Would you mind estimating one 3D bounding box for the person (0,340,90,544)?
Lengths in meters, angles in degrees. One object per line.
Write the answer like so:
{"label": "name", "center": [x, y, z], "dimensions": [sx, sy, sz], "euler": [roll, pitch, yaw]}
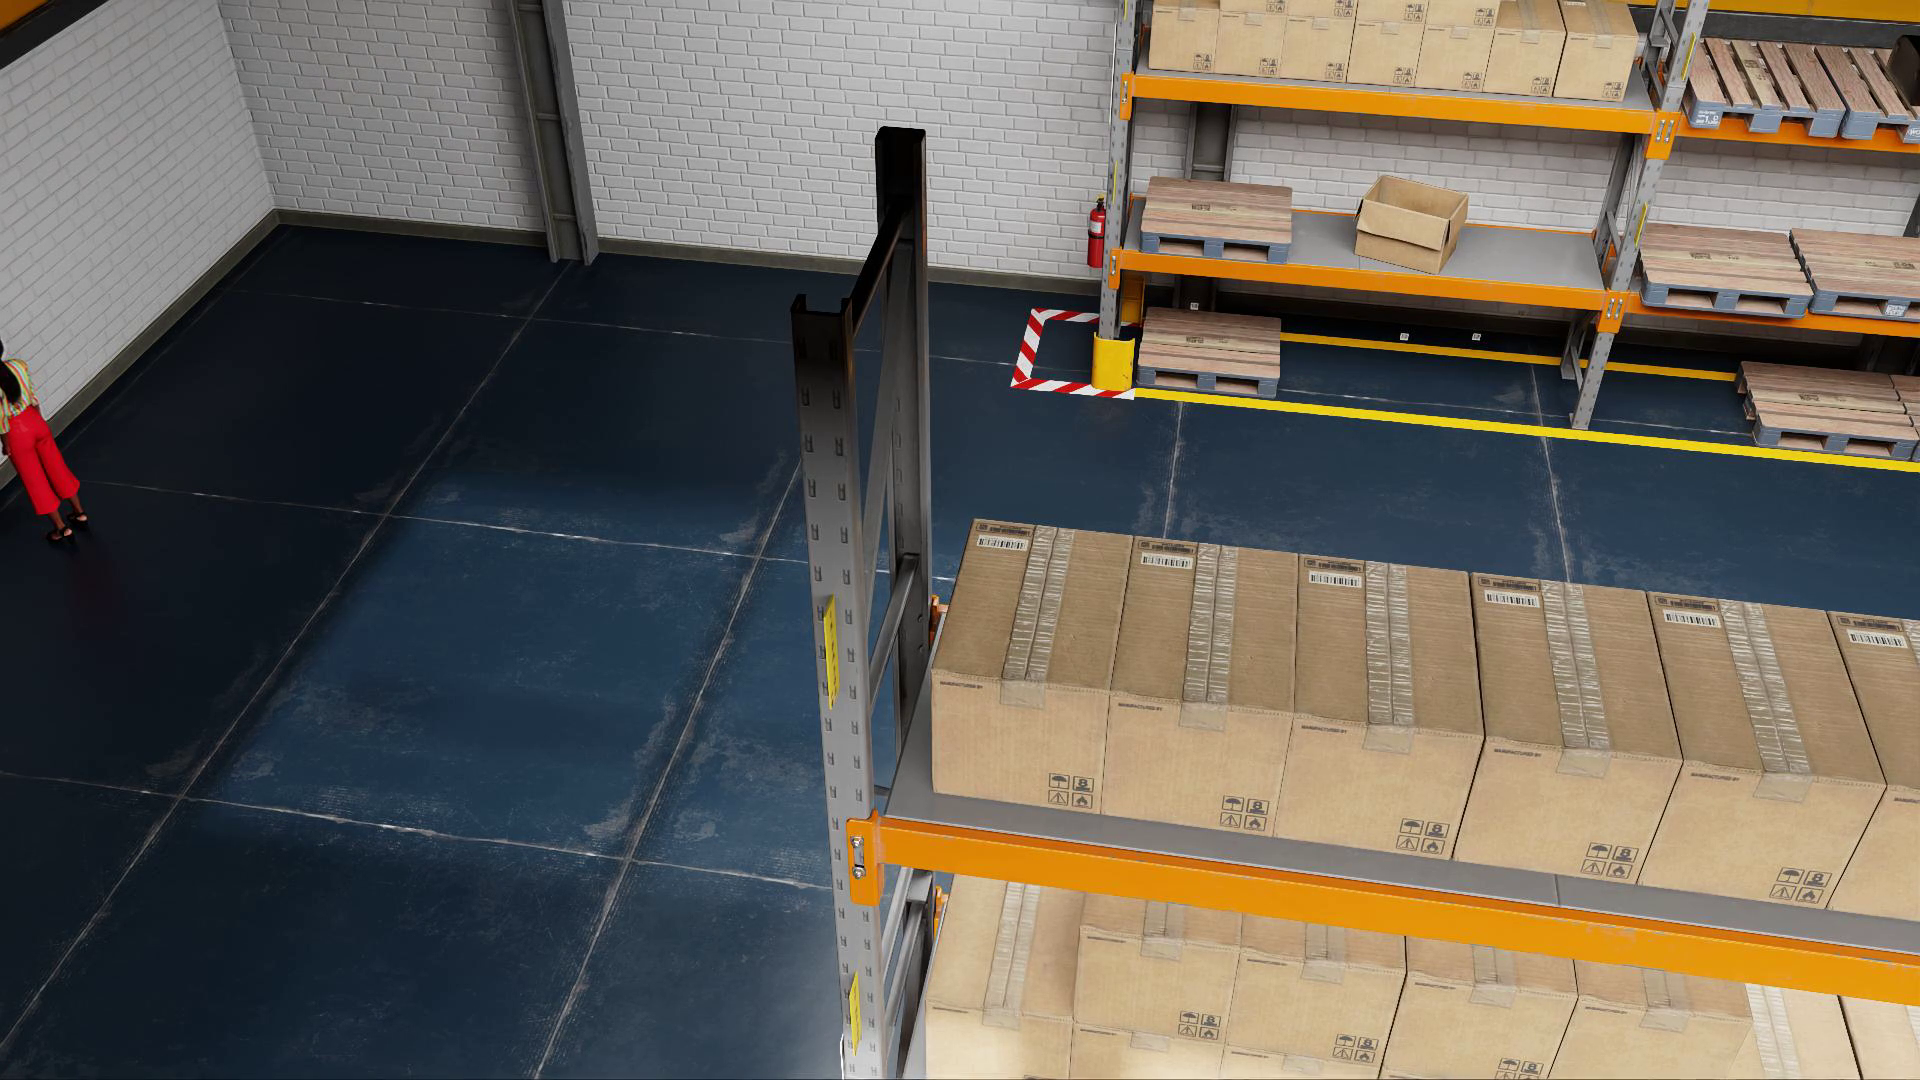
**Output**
{"label": "person", "center": [-6.861, -0.746, 12.225], "dimensions": [0.568, 1.792, 0.624], "euler": [12, 40, 14]}
